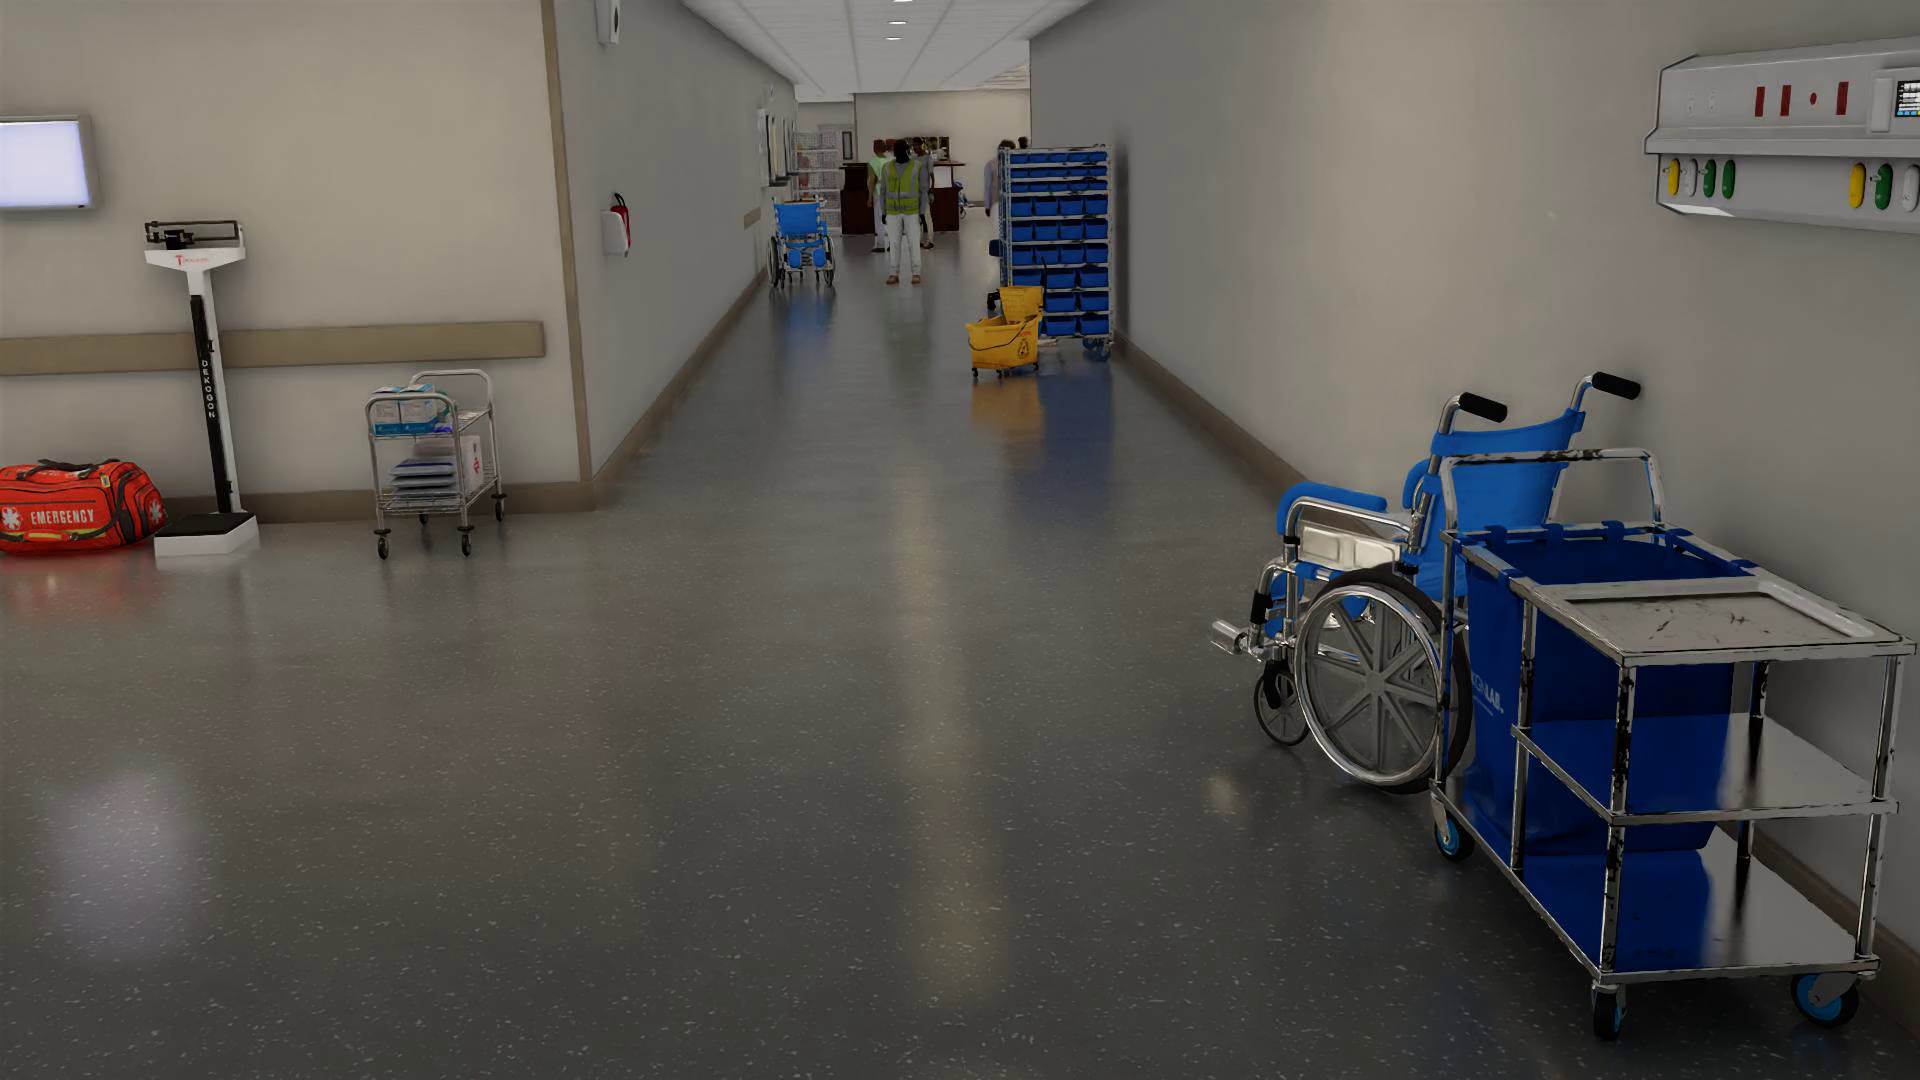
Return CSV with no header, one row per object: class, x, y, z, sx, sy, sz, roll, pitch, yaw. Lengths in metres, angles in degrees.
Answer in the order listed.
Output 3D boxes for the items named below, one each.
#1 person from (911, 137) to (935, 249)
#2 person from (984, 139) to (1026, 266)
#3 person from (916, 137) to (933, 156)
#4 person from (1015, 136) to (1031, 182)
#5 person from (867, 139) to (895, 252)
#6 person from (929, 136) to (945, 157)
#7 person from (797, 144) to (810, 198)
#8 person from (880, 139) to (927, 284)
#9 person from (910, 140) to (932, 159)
person,-0.652,-5.833,27.995,0.537,1.869,0.314,10,18,41
person,0.636,-4.885,24.089,0.633,1.809,0.808,-8,15,-23
person,-0.836,-8.647,39.631,0.347,1.842,0.505,11,19,43
person,1.679,-9.321,42.168,0.652,1.817,0.650,9,18,38
person,-1.280,-5.706,27.591,0.563,1.848,0.389,-12,17,-37
person,-0.611,-9.023,41.106,0.532,1.865,0.311,-3,14,-5
person,-4.155,-9.427,43.396,0.526,1.765,0.329,2,14,15
person,-0.732,-4.236,21.501,0.627,1.844,0.429,1,14,11
person,-0.887,-8.628,39.614,0.595,1.825,0.404,-3,14,-5
